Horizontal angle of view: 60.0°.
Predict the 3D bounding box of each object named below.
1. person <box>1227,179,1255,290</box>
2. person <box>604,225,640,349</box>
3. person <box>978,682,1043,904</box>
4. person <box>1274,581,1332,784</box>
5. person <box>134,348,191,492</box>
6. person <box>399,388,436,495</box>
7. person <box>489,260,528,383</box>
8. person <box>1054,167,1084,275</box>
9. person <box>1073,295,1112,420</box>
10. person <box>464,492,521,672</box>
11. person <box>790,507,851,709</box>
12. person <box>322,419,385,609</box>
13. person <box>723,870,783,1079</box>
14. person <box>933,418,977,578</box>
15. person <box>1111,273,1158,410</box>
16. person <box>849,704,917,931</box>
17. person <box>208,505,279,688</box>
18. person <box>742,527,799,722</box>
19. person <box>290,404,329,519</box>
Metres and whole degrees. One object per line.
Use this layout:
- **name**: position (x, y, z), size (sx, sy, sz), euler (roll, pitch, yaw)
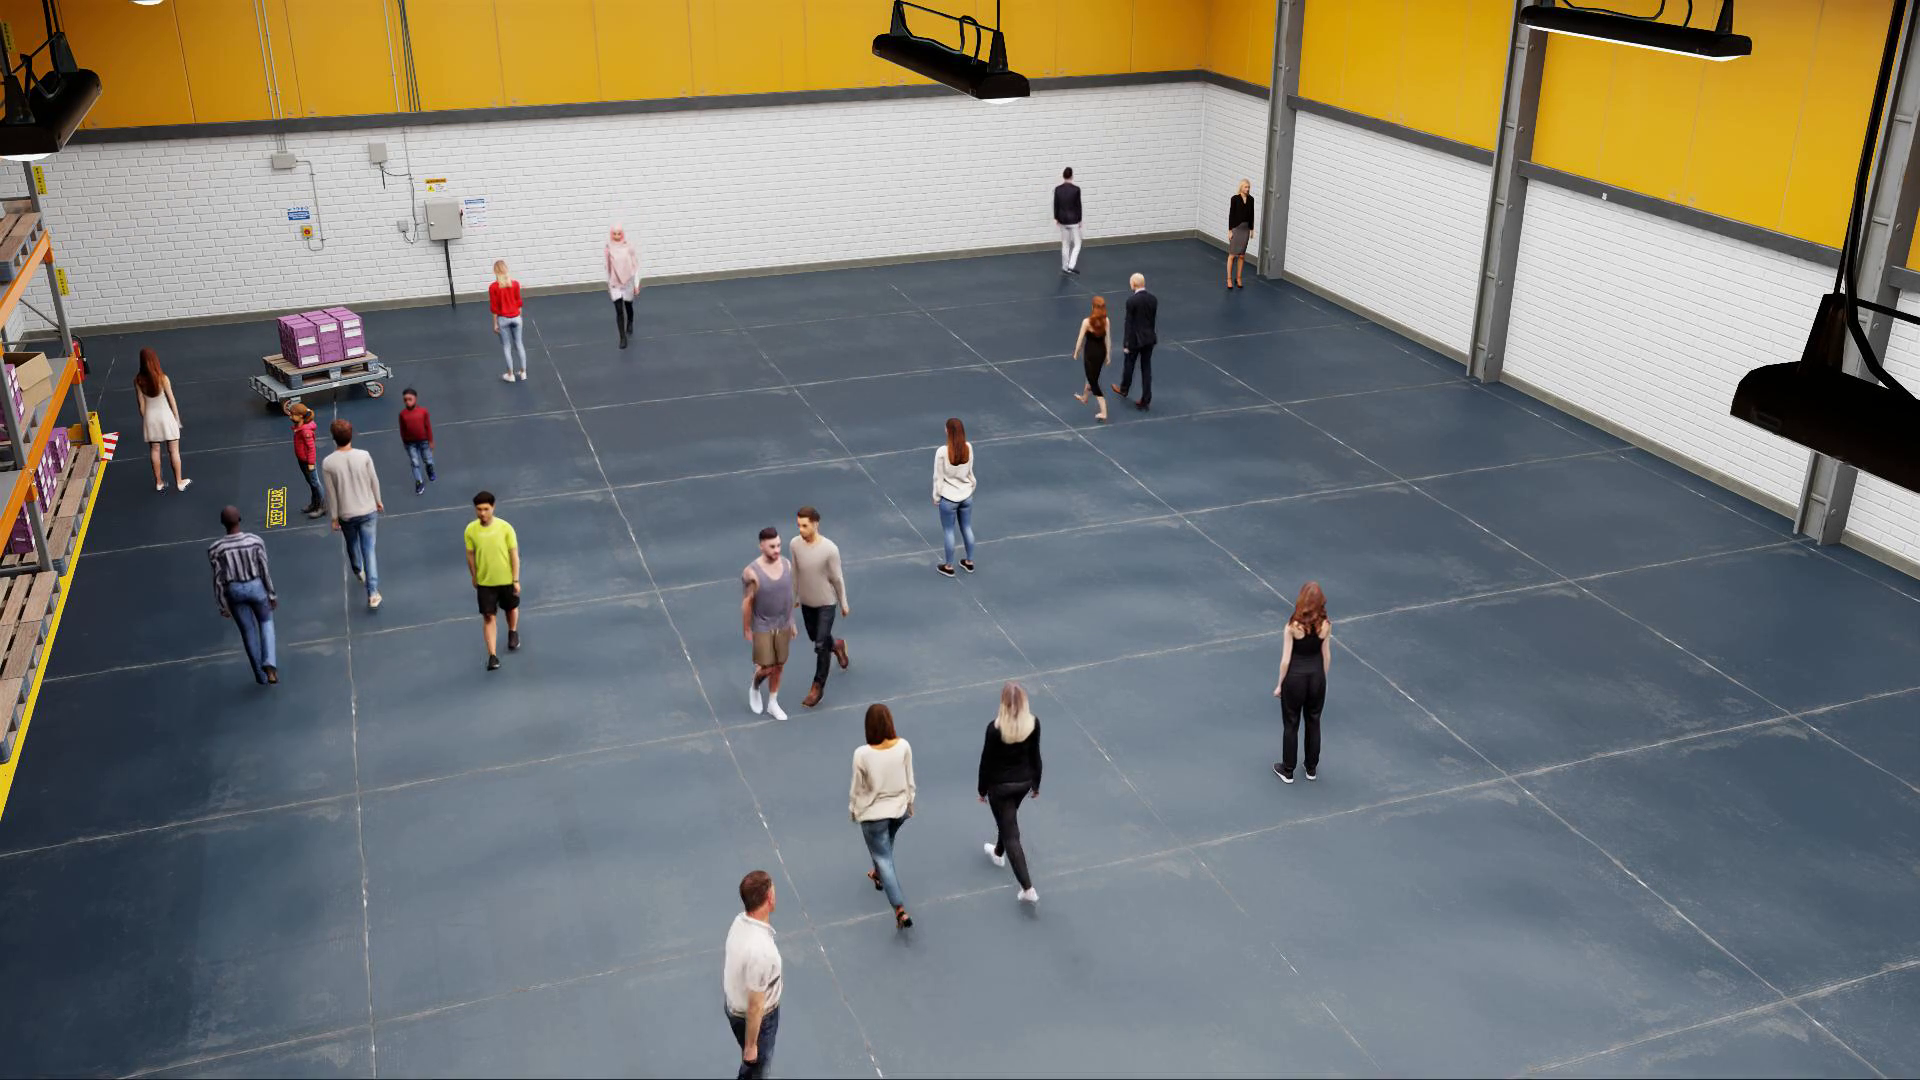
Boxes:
- **person**: position (4.617, -5.064, 27.520), size (0.603, 1.840, 0.532), euler (-8, 25, -17)
- **person**: position (-5.010, -3.795, 24.704), size (0.840, 1.770, 1.245), euler (-3, 24, -6)
- **person**: position (0.390, 1.841, 11.964), size (0.649, 1.647, 1.123), euler (-10, 26, -22)
- **person**: position (2.776, 1.145, 13.434), size (0.625, 1.747, 0.557), euler (-4, 24, -10)
- **person**: position (-9.291, -1.392, 19.280), size (0.643, 1.712, 0.668), euler (-3, 24, -6)
- **person**: position (-6.319, -1.187, 19.391), size (0.562, 1.247, 0.681), euler (-5, 24, -11)
- **person**: position (-6.262, -3.043, 23.068), size (0.666, 1.703, 0.599), euler (-16, 28, -32)
- **person**: position (1.831, -5.407, 28.311), size (0.843, 1.836, 0.913), euler (12, 26, 26)
- **person**: position (1.786, -2.327, 21.590), size (0.692, 1.574, 1.142), euler (-13, 27, -27)
- **person**: position (-4.283, 0.327, 15.424), size (0.747, 1.650, 1.147), euler (-4, 24, -10)
- **person**: position (-1.208, 0.518, 14.756), size (1.155, 1.835, 1.224), euler (9, 25, 19)
- **person**: position (-5.948, -0.225, 16.434), size (0.705, 1.852, 1.216), euler (-7, 24, -15)
- **person**: position (-1.248, 2.799, 9.572), size (0.983, 1.808, 0.647), euler (0, 24, 1)
- **person**: position (-0.041, -0.448, 17.148), size (0.639, 1.689, 0.598), euler (-12, 26, -26)
- **person**: position (2.432, -2.584, 21.957), size (0.750, 1.752, 1.095), euler (-12, 26, -25)
- **person**: position (-0.513, 1.974, 11.673), size (0.675, 1.637, 1.101), euler (-10, 26, -22)
- **person**: position (-6.291, 0.560, 14.728), size (0.708, 1.782, 0.751), euler (-13, 27, -26)
- **person**: position (-1.681, 0.694, 14.459), size (0.714, 1.829, 0.768), euler (-15, 28, -31)
- **person**: position (-7.314, -0.907, 18.663), size (0.637, 1.317, 0.517), euler (-18, 29, -35)
